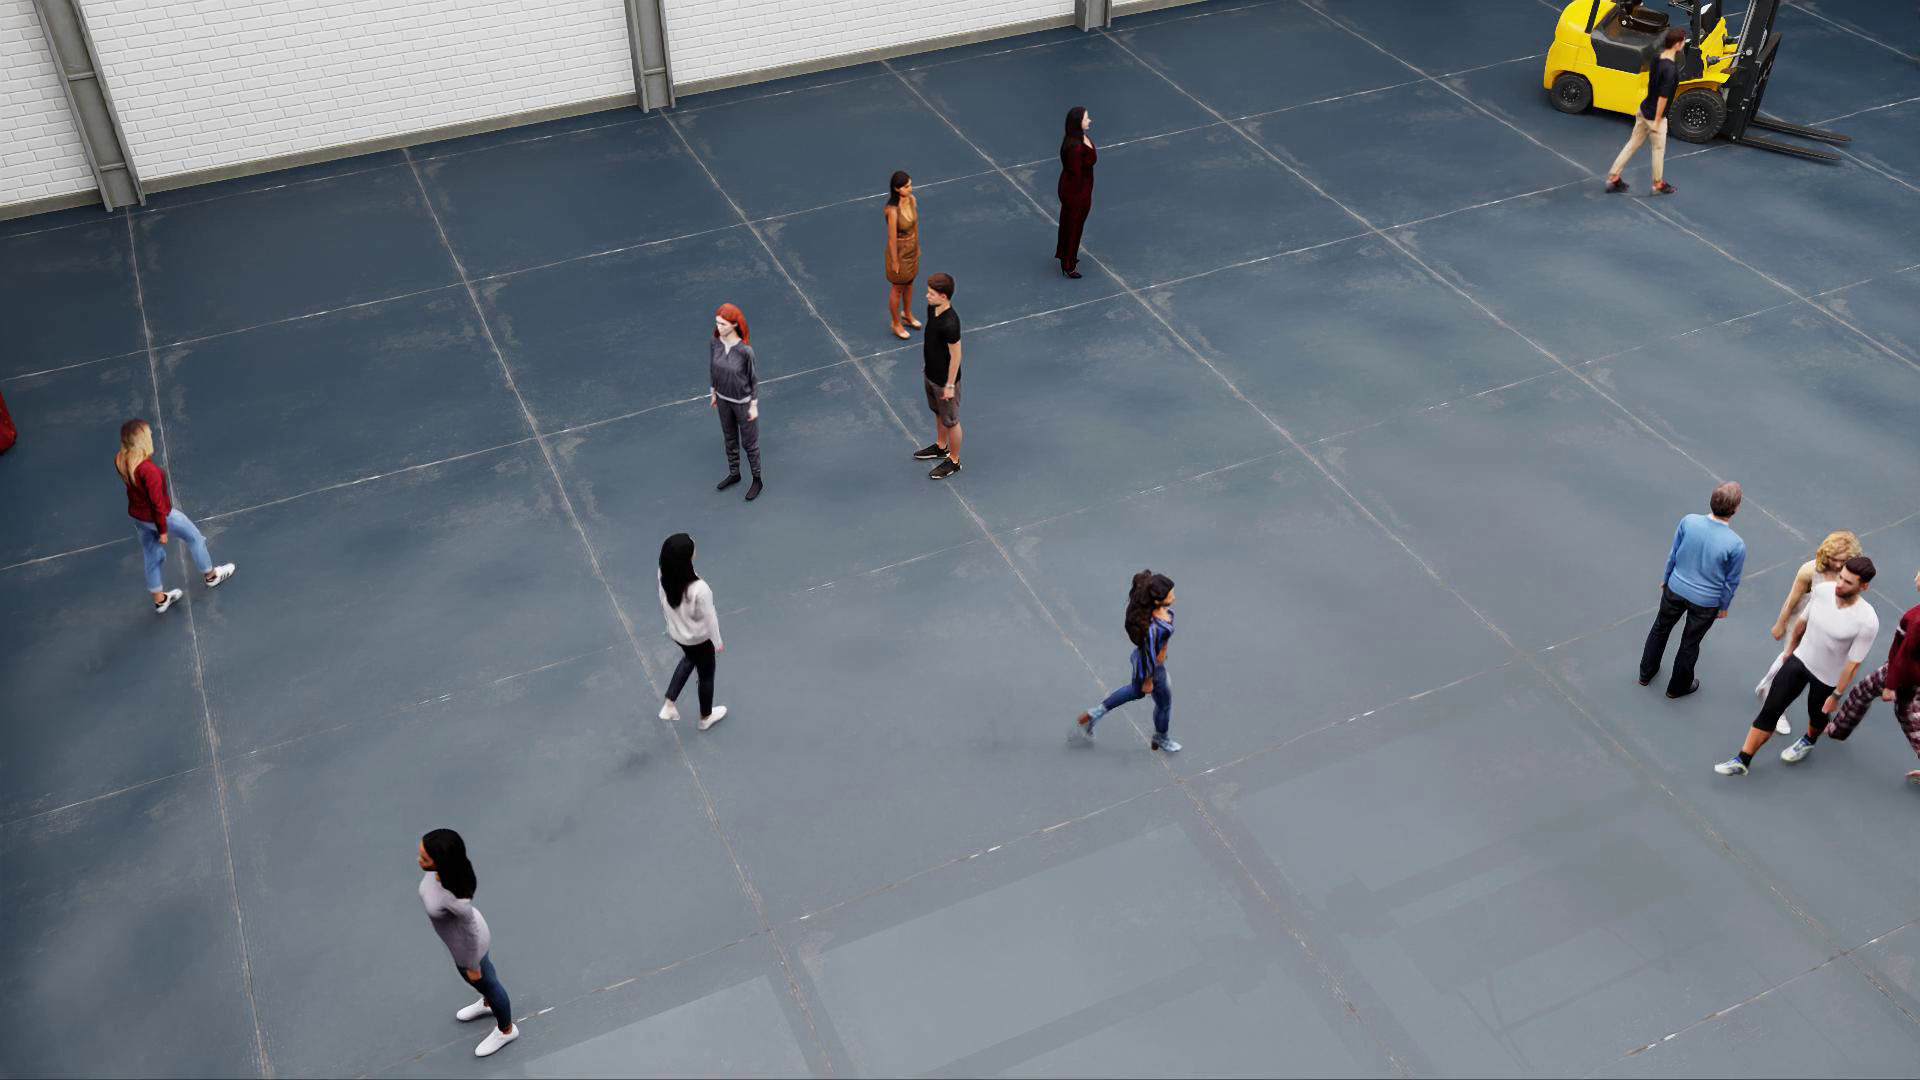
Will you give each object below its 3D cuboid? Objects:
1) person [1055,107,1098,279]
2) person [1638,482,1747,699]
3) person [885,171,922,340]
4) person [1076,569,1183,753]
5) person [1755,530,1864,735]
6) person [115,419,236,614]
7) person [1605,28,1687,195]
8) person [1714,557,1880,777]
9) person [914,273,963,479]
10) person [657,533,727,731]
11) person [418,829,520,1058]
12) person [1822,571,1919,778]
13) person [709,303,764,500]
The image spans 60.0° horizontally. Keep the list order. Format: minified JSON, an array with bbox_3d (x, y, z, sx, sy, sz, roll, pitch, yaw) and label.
[{"bbox_3d":[1.126,-3.457,16.467,0.745,1.757,0.751,0,39,0],"label":"person"},{"bbox_3d":[5.152,0.344,11.657,0.681,1.820,0.717,-30,47,-32],"label":"person"},{"bbox_3d":[-0.544,-2.681,15.550,0.697,1.689,0.608,20,43,23],"label":"person"},{"bbox_3d":[1.202,0.839,11.215,1.075,1.598,0.889,2,39,2],"label":"person"},{"bbox_3d":[5.859,0.523,11.572,0.756,1.647,0.788,-6,39,-8],"label":"person"},{"bbox_3d":[-6.084,-0.126,12.421,0.902,1.601,0.980,15,41,18],"label":"person"},{"bbox_3d":[7.338,-4.555,17.788,1.103,1.824,0.903,-2,39,-2],"label":"person"},{"bbox_3d":[5.756,0.844,11.044,1.159,1.804,0.732,-19,42,-22],"label":"person"},{"bbox_3d":[-0.137,-1.384,13.788,0.557,1.861,0.682,-15,41,-18],"label":"person"},{"bbox_3d":[-1.895,0.682,11.340,0.764,1.688,0.835,28,46,30],"label":"person"},{"bbox_3d":[-2.763,2.235,9.358,0.529,1.735,0.610,-18,42,-22],"label":"person"},{"bbox_3d":[6.387,0.905,11.075,1.067,1.671,0.862,-23,44,-26],"label":"person"},{"bbox_3d":[-1.825,-1.137,13.544,0.659,1.780,0.685,19,42,22],"label":"person"}]
